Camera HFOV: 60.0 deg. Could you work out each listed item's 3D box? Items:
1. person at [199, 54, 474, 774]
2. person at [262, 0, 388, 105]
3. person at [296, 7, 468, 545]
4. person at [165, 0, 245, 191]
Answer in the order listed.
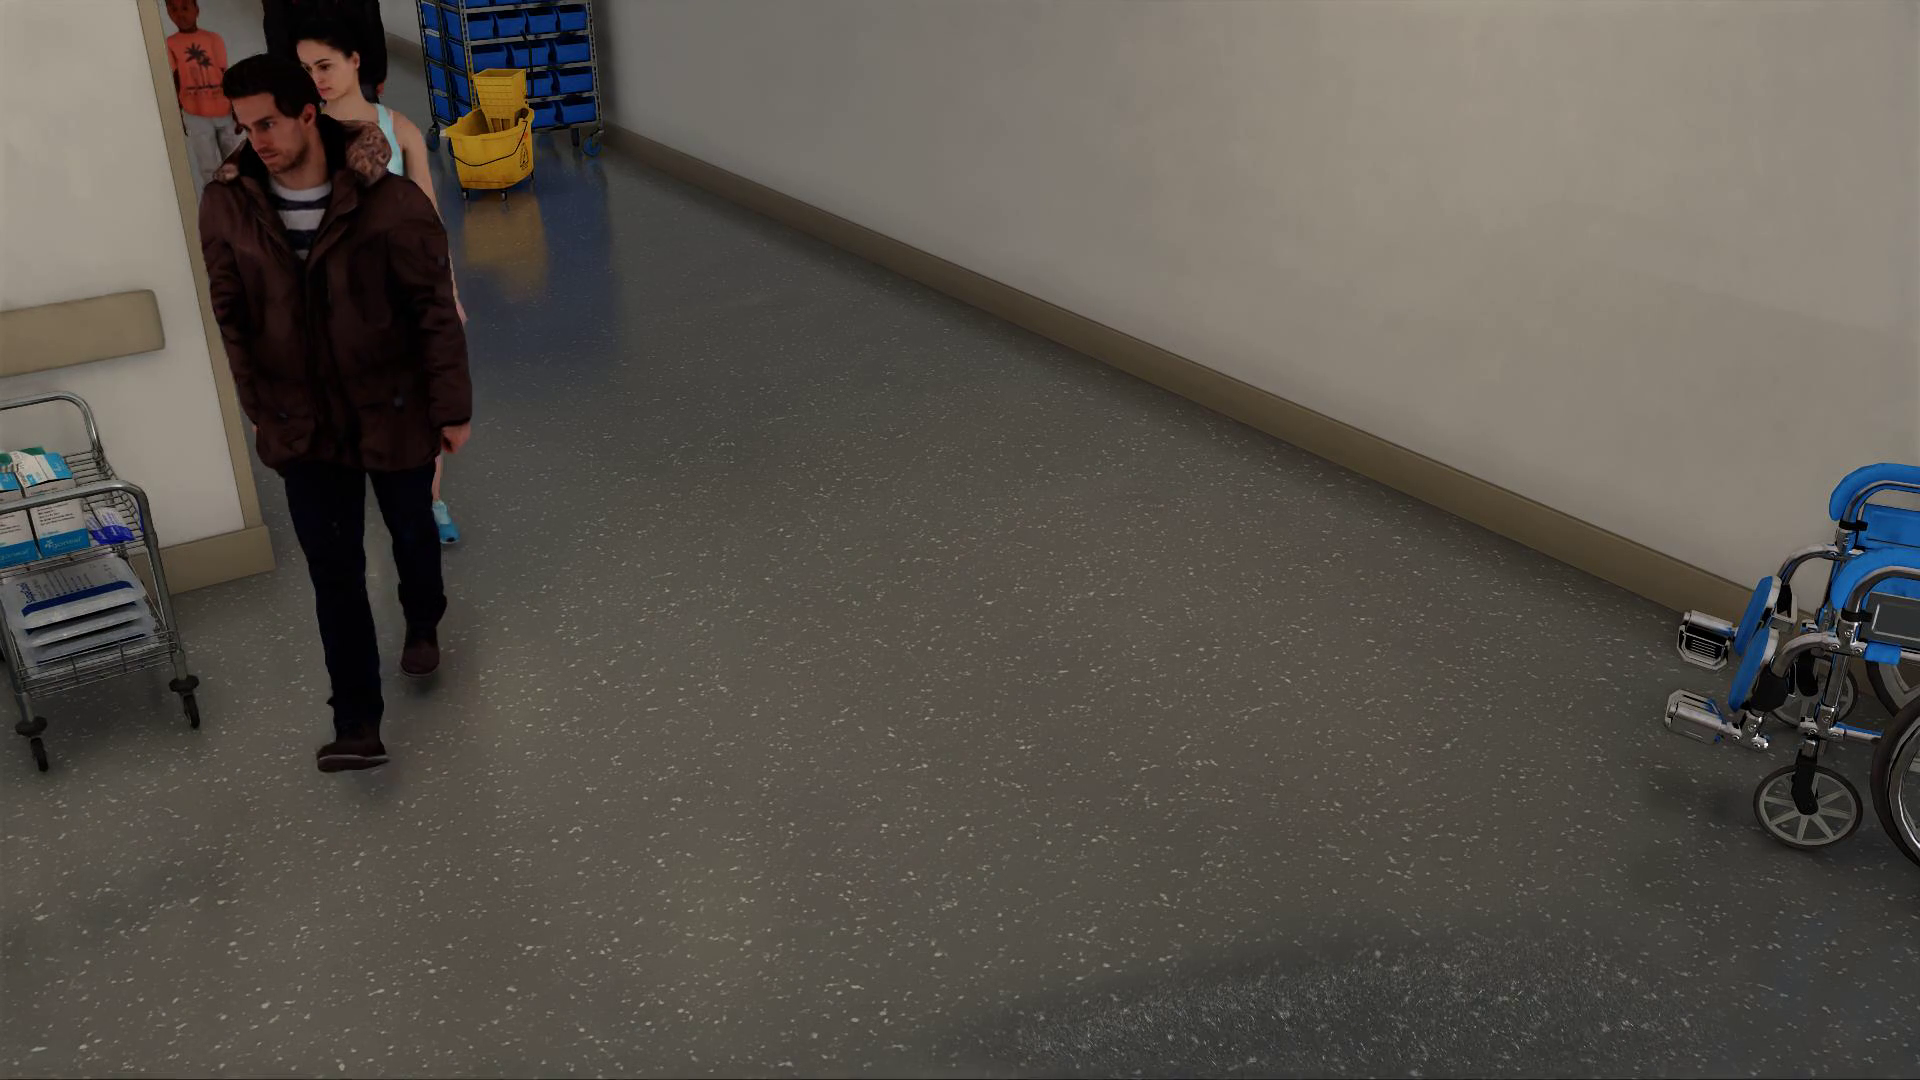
[{"bbox_3d":[-1.580,-0.349,4.411,1.266,1.780,1.177,-4,26,-8],"label":"person"},{"bbox_3d":[-3.226,-2.400,8.514,1.153,1.909,0.987,-8,27,-16],"label":"person"},{"bbox_3d":[-1.891,-0.805,5.376,0.684,1.764,0.802,-10,28,-20],"label":"person"},{"bbox_3d":[-4.132,-2.370,9.157,0.805,1.297,0.660,-10,27,-20],"label":"person"}]
